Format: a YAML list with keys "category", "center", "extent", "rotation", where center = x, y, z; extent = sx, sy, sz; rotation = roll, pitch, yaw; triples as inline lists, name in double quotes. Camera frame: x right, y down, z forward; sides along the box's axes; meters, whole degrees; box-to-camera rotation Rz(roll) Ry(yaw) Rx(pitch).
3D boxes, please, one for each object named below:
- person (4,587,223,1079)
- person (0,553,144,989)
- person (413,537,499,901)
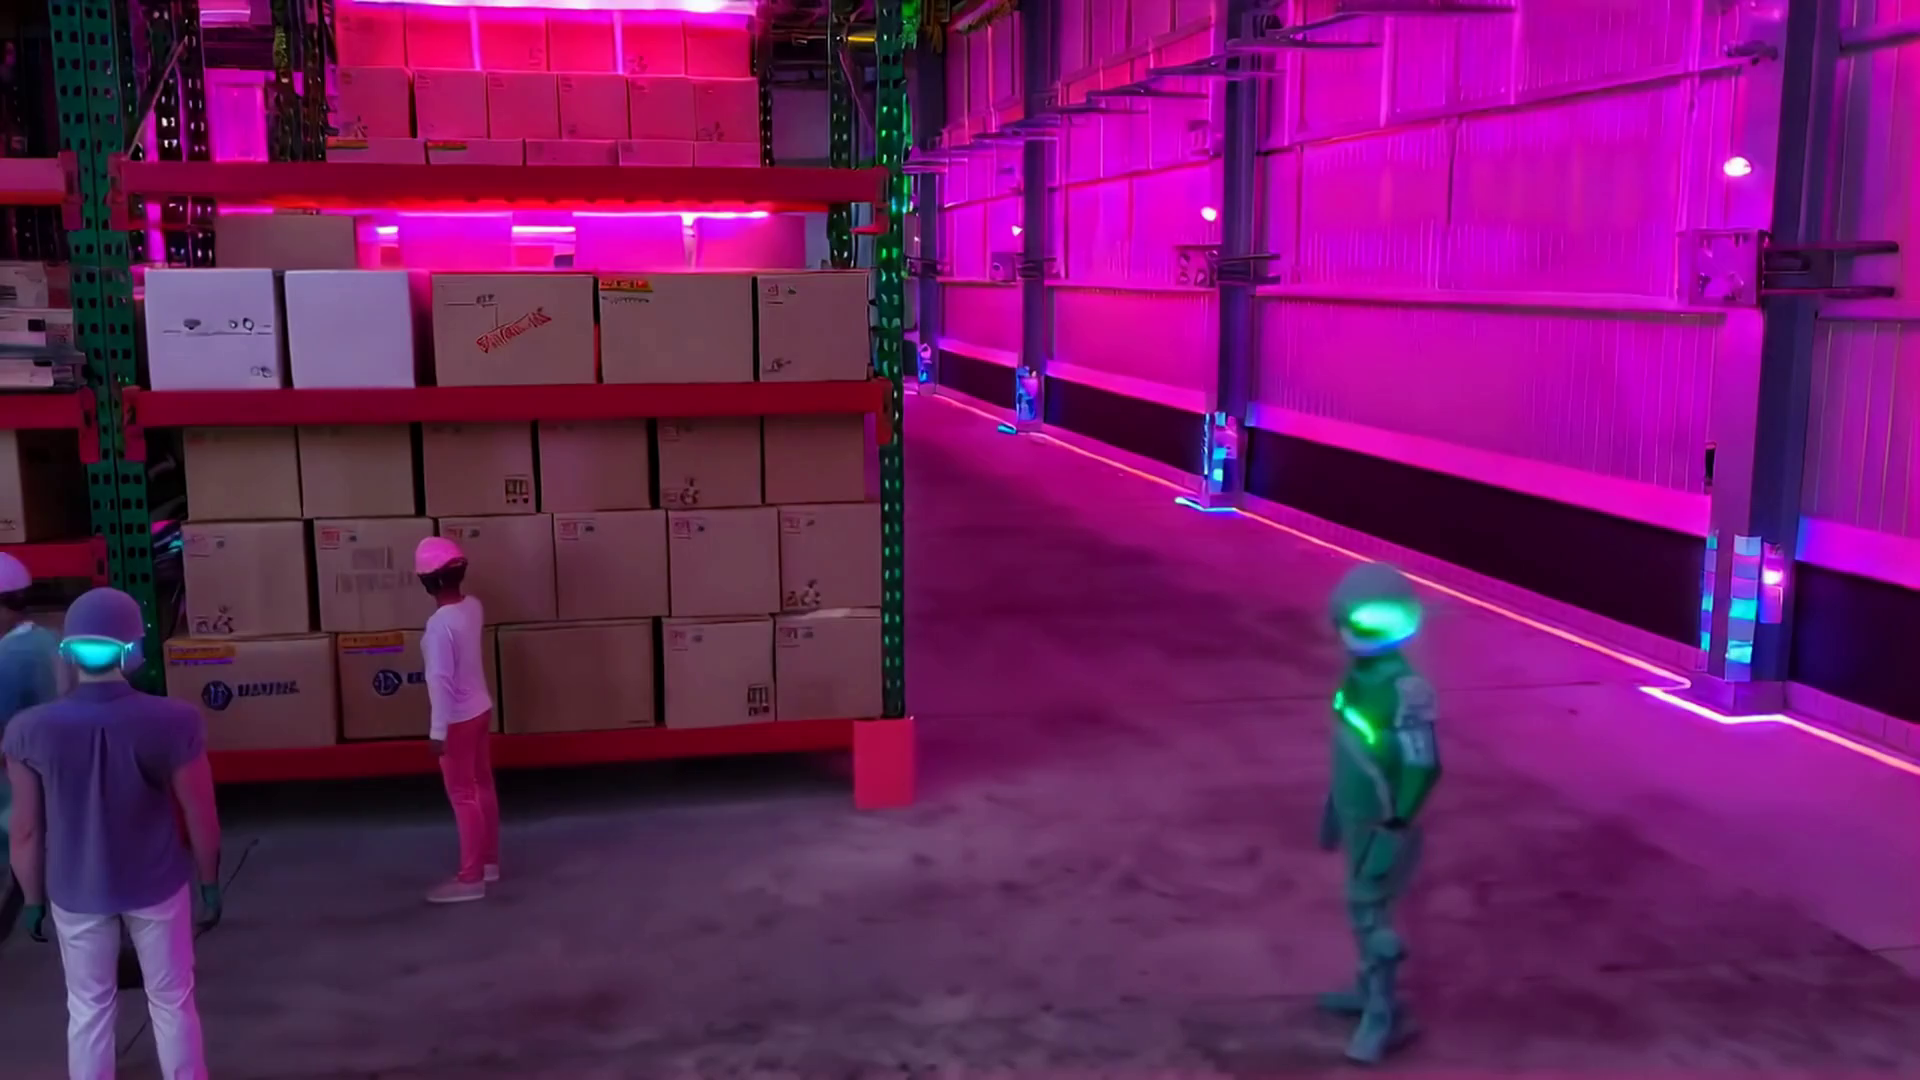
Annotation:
- category: "person"
  center: [-2.782, 1.143, 5.528]
  extent: [0.622, 1.992, 0.396]
  rotation: [-3, 10, -18]
- category: "person"
  center: [-3.926, 0.982, 6.857]
  extent: [1.037, 1.869, 0.560]
  rotation: [-2, 10, -13]
- category: "person"
  center: [-2.436, 0.856, 7.995]
  extent: [0.337, 1.760, 0.526]
  rotation: [1, 9, 5]
